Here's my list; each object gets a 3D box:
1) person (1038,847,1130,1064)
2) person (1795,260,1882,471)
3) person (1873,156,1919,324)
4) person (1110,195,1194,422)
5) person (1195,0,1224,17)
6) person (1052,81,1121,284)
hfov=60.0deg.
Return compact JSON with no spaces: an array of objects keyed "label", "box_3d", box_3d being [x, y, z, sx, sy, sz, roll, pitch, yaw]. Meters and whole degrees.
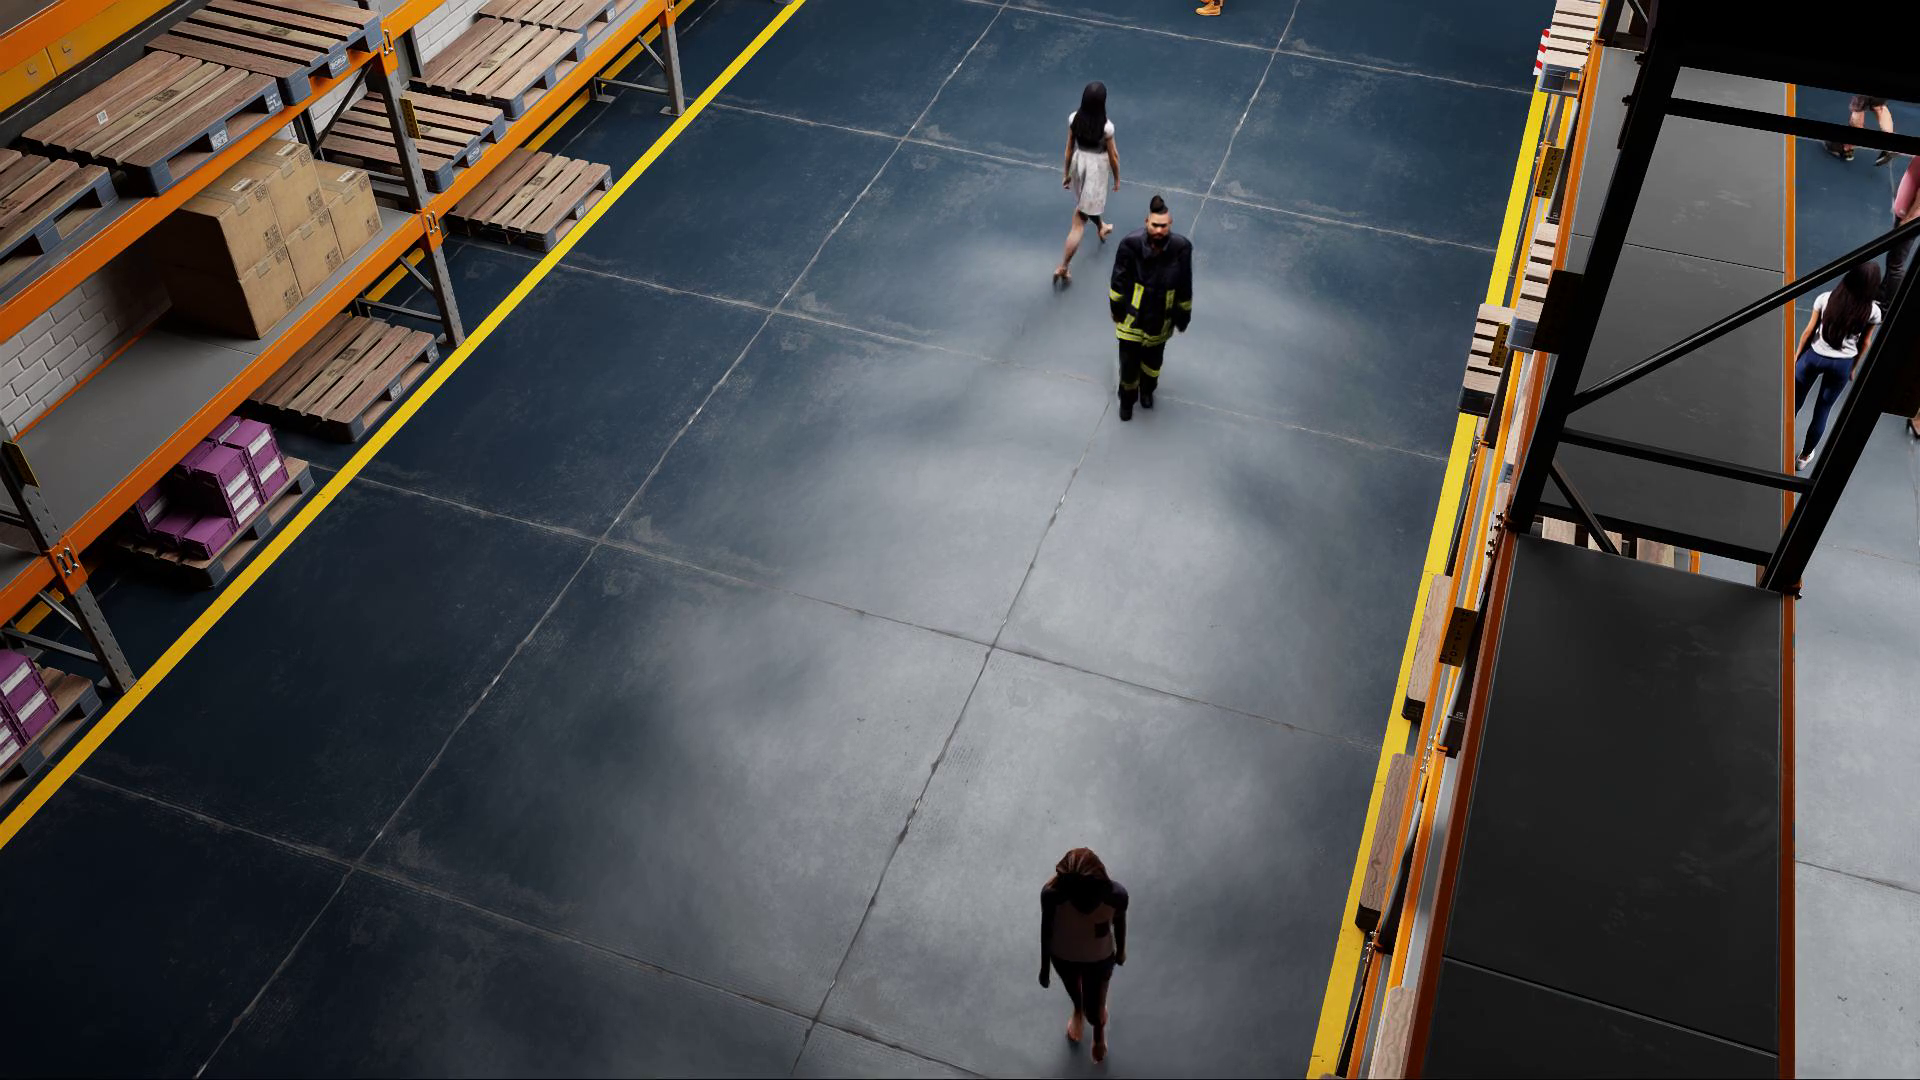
[{"label":"person","box_3d":[0.631,2.050,8.625,0.654,1.700,0.675,7,44,7]},{"label":"person","box_3d":[6.266,-1.261,12.048,0.612,1.774,0.543,19,47,19]},{"label":"person","box_3d":[7.685,-2.650,13.374,0.679,1.955,0.514,17,46,17]},{"label":"person","box_3d":[1.429,-1.817,12.577,0.887,1.848,0.883,0,44,0]},{"label":"person","box_3d":[2.729,-6.383,17.468,0.665,1.713,0.442,13,45,14]},{"label":"person","box_3d":[1.031,-2.916,13.829,0.763,1.713,1.237,22,48,21]}]
